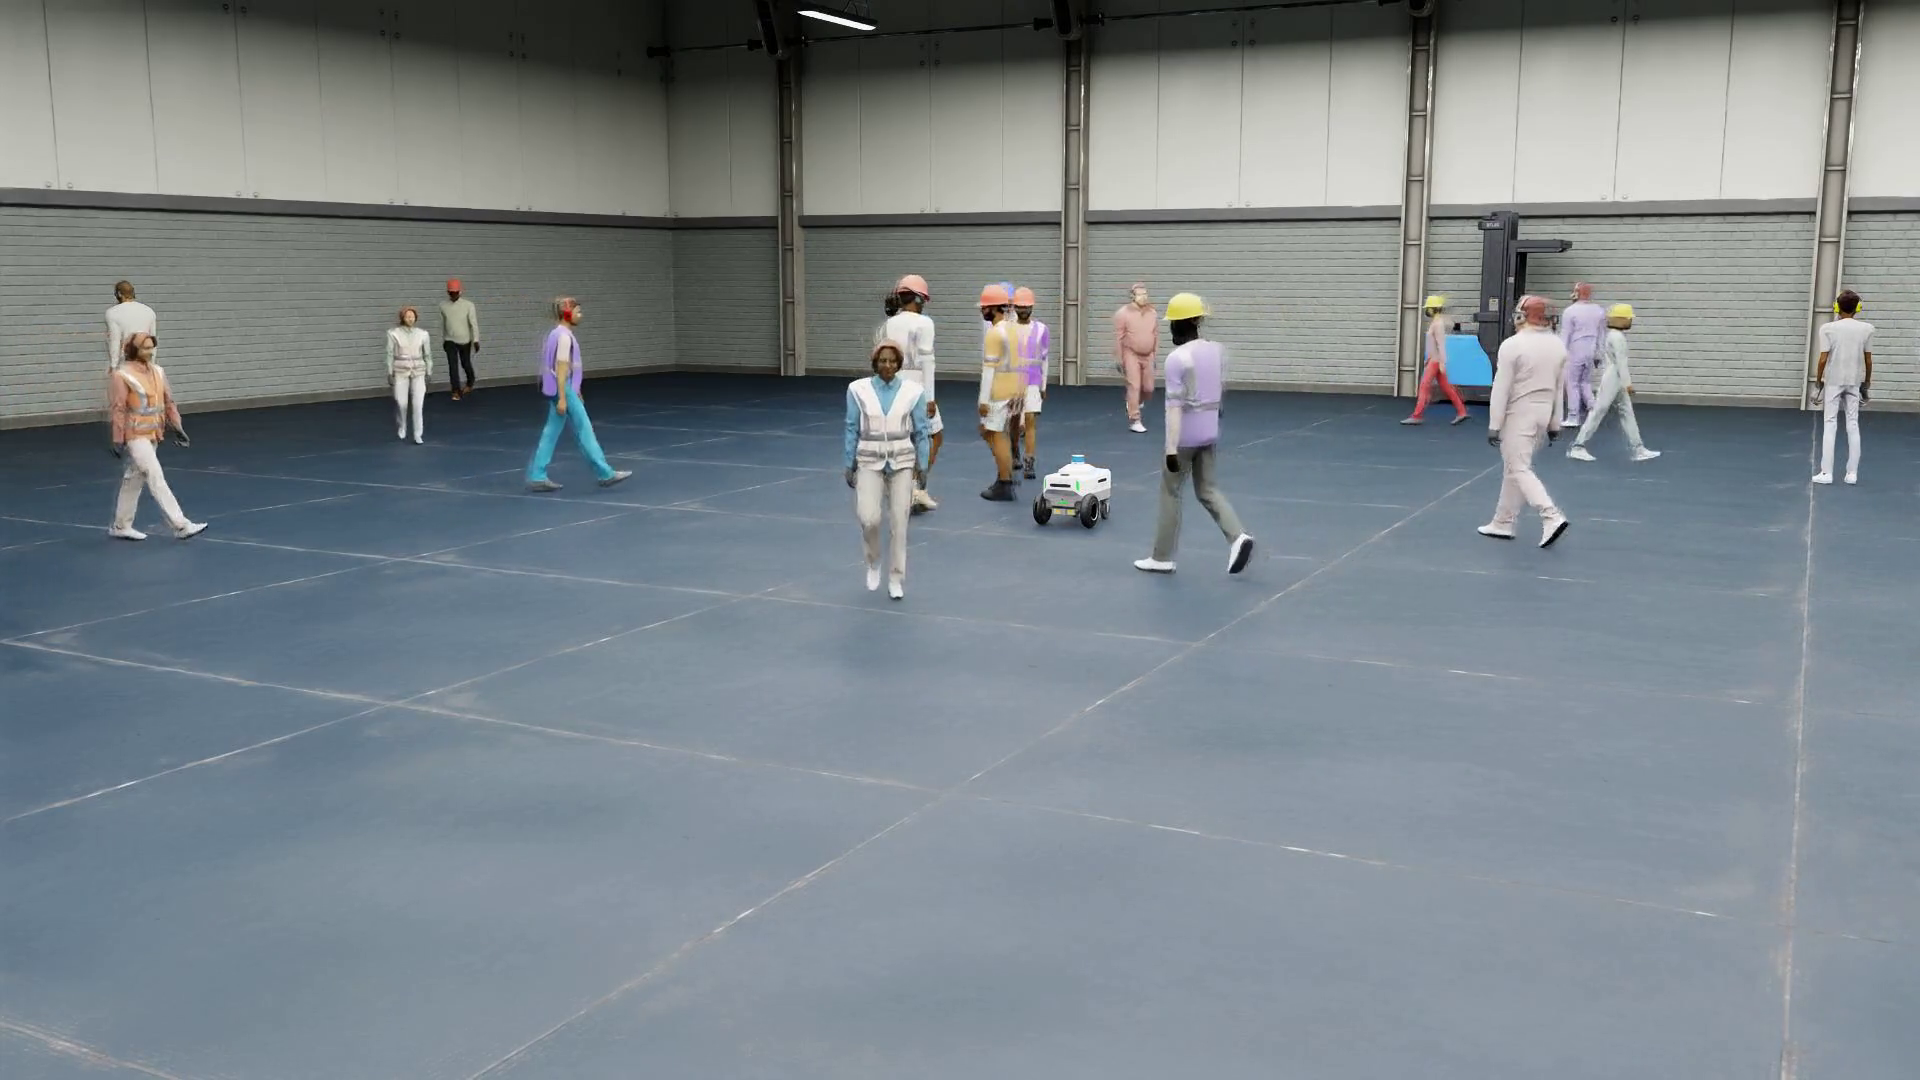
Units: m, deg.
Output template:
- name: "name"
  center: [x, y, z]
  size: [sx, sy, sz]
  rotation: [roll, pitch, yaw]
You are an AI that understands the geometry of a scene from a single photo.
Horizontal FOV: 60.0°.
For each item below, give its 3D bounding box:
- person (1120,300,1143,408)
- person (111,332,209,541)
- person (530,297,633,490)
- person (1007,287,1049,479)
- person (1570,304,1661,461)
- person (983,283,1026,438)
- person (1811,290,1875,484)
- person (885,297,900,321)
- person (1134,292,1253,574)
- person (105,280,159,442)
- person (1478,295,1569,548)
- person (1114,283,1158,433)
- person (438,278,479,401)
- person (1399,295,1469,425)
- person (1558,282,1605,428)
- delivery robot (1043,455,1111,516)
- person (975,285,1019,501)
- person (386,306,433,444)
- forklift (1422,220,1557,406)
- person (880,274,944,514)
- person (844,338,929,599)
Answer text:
- name: "person"
  center: [2.604, -2.781, 24.869]
  size: [0.356, 1.622, 0.505]
  rotation: [7, 11, 35]
- name: "person"
  center: [-6.092, -0.770, 12.563]
  size: [0.887, 1.585, 0.515]
  rotation: [1, 9, 7]
- name: "person"
  center: [-3.601, -1.359, 15.542]
  size: [0.955, 1.791, 0.591]
  rotation: [-3, 10, -20]
- name: "person"
  center: [0.622, -1.607, 16.837]
  size: [0.557, 1.896, 1.014]
  rotation: [0, 9, -2]
- name: "person"
  center: [7.076, -1.691, 17.921]
  size: [0.915, 1.694, 0.491]
  rotation: [4, 10, 23]
- name: "person"
  center: [0.548, -2.217, 20.553]
  size: [0.641, 1.891, 1.021]
  rotation: [-5, 11, -30]
- name: "person"
  center: [8.508, -1.474, 16.050]
  size: [0.526, 1.865, 0.315]
  rotation: [1, 9, 9]
- name: "person"
  center: [-1.019, -2.760, 24.626]
  size: [0.893, 1.642, 0.553]
  rotation: [-5, 10, -27]
- name: "person"
  center: [1.576, -0.706, 11.179]
  size: [0.620, 1.904, 0.784]
  rotation: [-8, 12, -41]
- name: "person"
  center: [-9.842, -2.112, 19.781]
  size: [0.378, 1.933, 0.628]
  rotation: [5, 11, 29]
- name: "person"
  center: [4.271, -0.900, 12.482]
  size: [0.649, 1.873, 0.897]
  rotation: [-5, 11, -30]
- name: "person"
  center: [2.249, -2.337, 21.303]
  size: [0.649, 1.889, 0.616]
  rotation: [-4, 10, -25]
- name: "person"
  center: [-8.006, -3.229, 26.682]
  size: [0.622, 1.946, 0.852]
  rotation: [-1, 9, -4]
- name: "person"
  center: [6.375, -2.386, 22.113]
  size: [0.892, 1.729, 0.540]
  rotation: [2, 9, 11]
- name: "person"
  center: [8.088, -2.412, 21.741]
  size: [0.644, 1.895, 0.449]
  rotation: [-4, 10, -25]
- name: "delivery robot"
  center: [0.967, -0.457, 13.646]
  size: [0.477, 0.478, 0.707]
  rotation: [5, 10, 27]
- name: "person"
  center: [0.311, -1.319, 14.920]
  size: [0.436, 1.917, 0.565]
  rotation: [3, 10, 19]
- name: "person"
  center: [-6.518, -1.953, 19.709]
  size: [0.536, 1.625, 0.387]
  rotation: [-5, 10, -28]
- name: "forklift"
  center: [8.245, -3.527, 25.720]
  size: [1.873, 2.768, 1.129]
  rotation: [5, 10, 27]
- name: "person"
  center: [-0.401, -1.225, 14.053]
  size: [0.647, 2.011, 0.495]
  rotation: [9, 13, 44]
- name: "person"
  center: [-0.454, -0.443, 10.388]
  size: [0.534, 1.623, 0.374]
  rotation: [-1, 9, -5]
